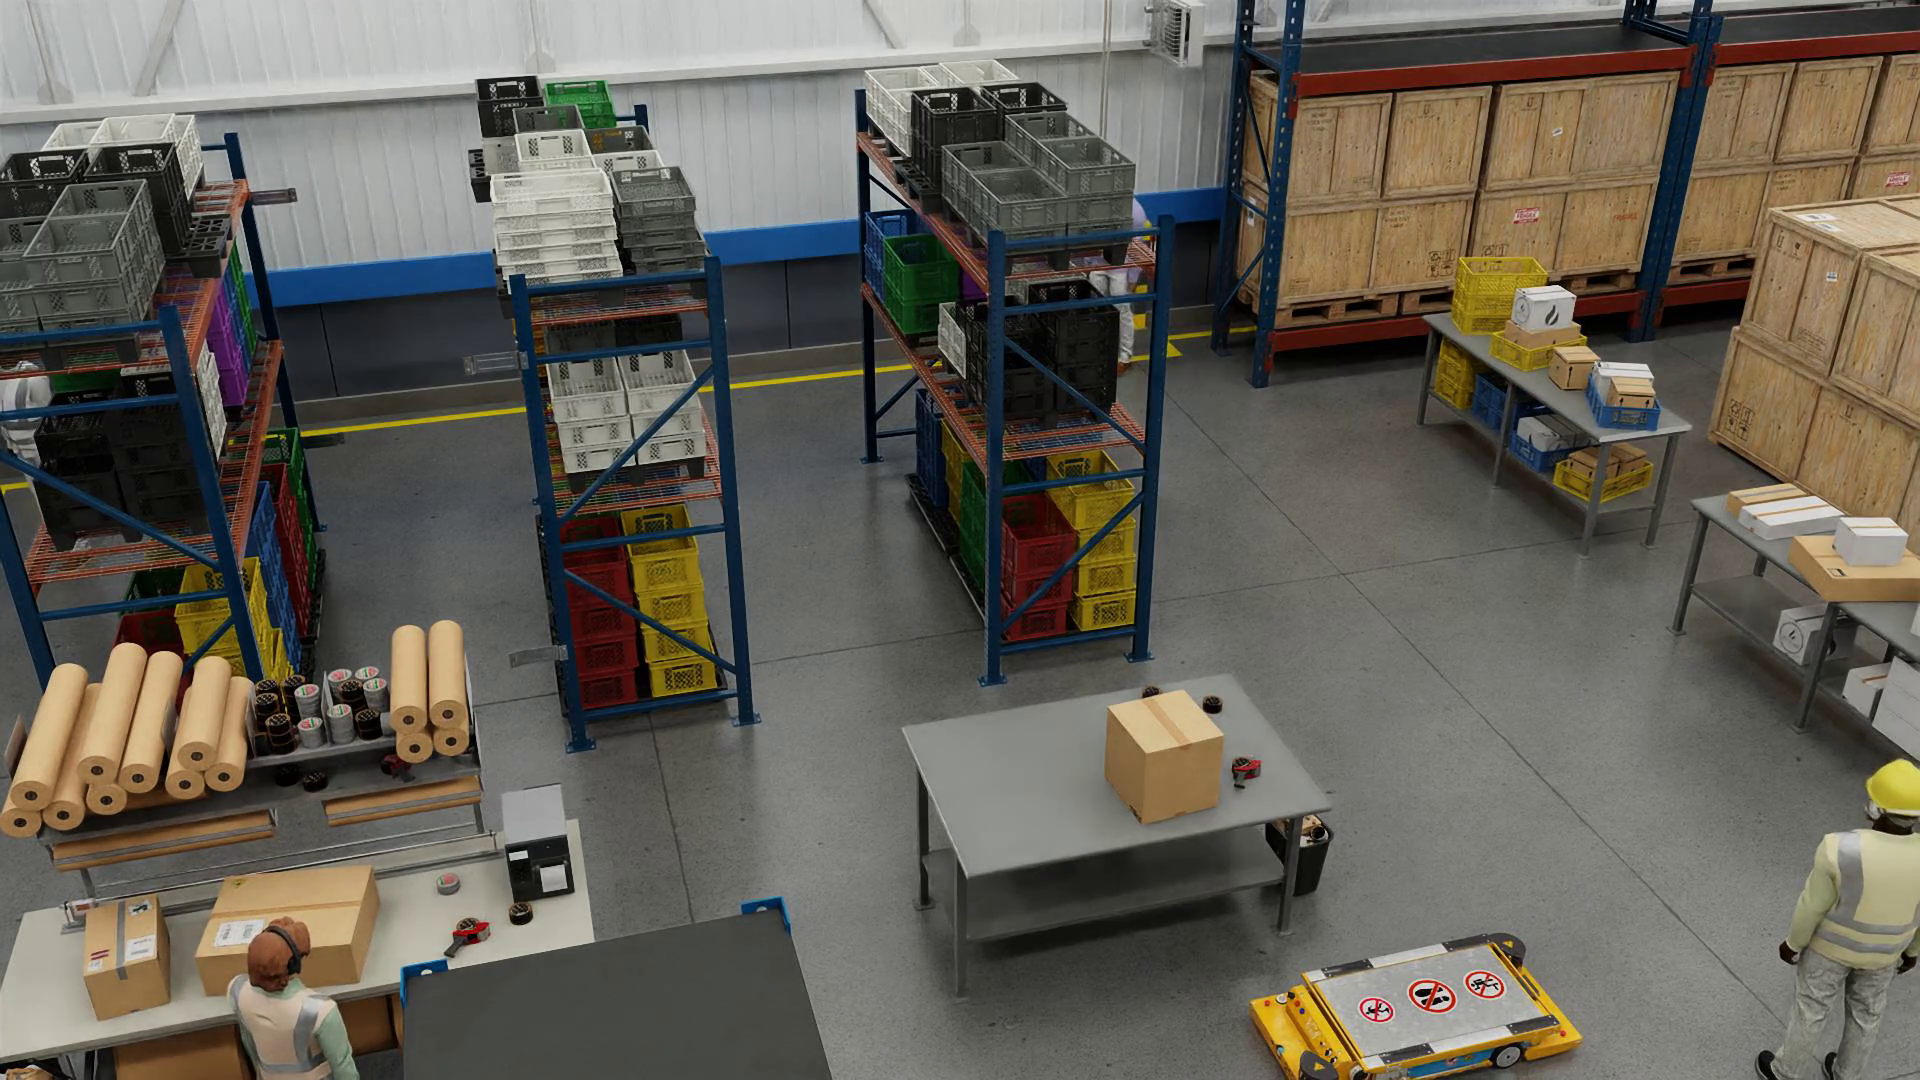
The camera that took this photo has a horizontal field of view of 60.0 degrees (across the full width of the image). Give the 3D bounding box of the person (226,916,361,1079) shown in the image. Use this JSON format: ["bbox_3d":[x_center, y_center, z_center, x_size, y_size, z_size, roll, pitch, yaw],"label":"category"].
[{"bbox_3d":[-2.632,2.210,6.705,0.519,1.635,0.311,9,30,15],"label":"person"}]

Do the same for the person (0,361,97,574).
[{"bbox_3d":[-6.484,-0.648,11.651,0.572,1.883,0.355,16,33,26],"label":"person"}]

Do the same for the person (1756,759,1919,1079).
[{"bbox_3d":[3.947,1.748,7.345,0.600,1.829,0.404,2,29,4],"label":"person"}]

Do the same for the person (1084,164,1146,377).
[{"bbox_3d":[1.354,-2.409,14.812,0.643,1.930,0.382,24,37,36],"label":"person"}]

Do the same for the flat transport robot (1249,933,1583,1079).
[{"bbox_3d":[2.184,2.282,7.980,1.431,0.197,0.652,-8,30,-14],"label":"flat transport robot"}]
